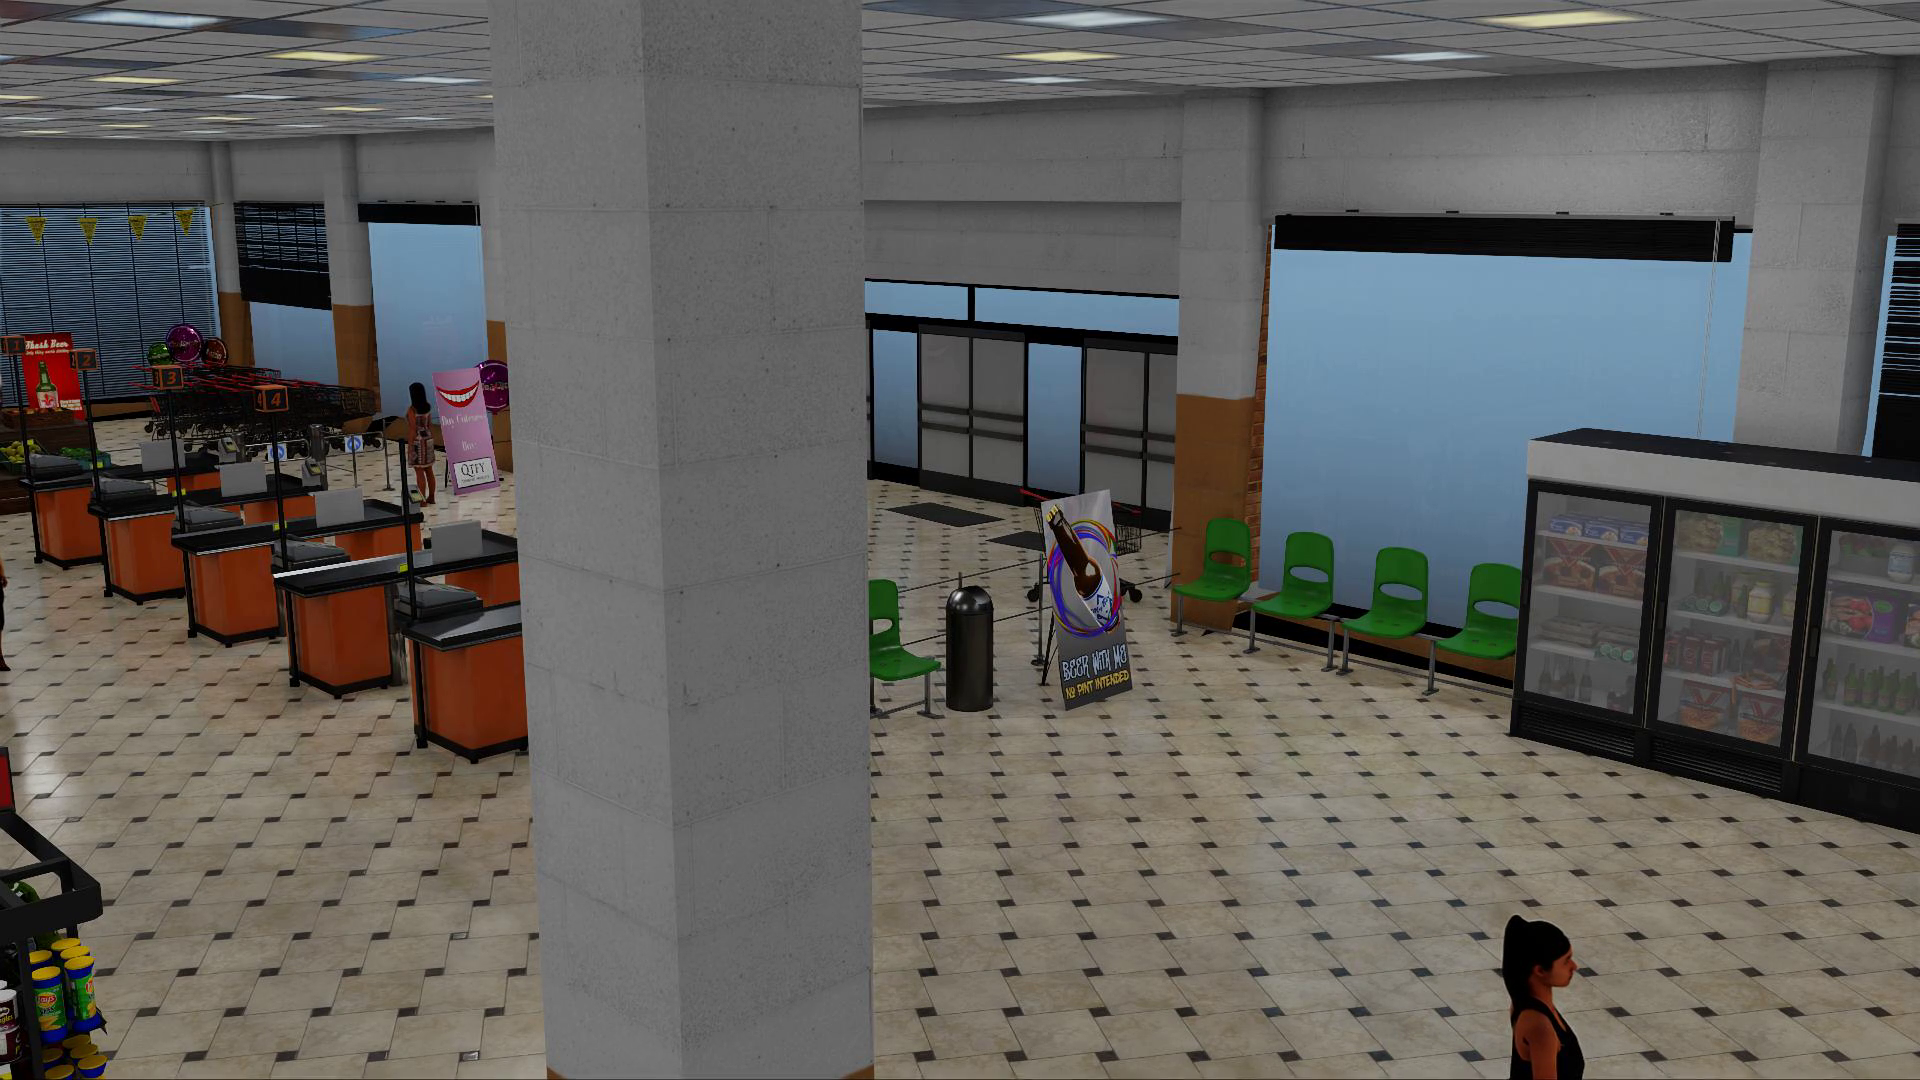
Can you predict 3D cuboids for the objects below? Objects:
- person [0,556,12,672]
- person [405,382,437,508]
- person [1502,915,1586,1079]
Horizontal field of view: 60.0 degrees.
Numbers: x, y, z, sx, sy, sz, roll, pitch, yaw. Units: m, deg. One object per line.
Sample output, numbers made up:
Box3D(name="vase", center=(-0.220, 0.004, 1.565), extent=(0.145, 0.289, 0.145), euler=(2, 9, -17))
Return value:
Box3D(name="person", center=(-8.412, 0.347, 14.292), extent=(0.705, 1.653, 0.579), euler=(5, 13, 24))
Box3D(name="person", center=(-7.130, -1.271, 21.997), extent=(0.784, 1.645, 0.641), euler=(4, 12, 17))
Box3D(name="person", center=(2.017, 2.114, 5.884), extent=(0.713, 1.661, 0.626), euler=(2, 12, 8))
